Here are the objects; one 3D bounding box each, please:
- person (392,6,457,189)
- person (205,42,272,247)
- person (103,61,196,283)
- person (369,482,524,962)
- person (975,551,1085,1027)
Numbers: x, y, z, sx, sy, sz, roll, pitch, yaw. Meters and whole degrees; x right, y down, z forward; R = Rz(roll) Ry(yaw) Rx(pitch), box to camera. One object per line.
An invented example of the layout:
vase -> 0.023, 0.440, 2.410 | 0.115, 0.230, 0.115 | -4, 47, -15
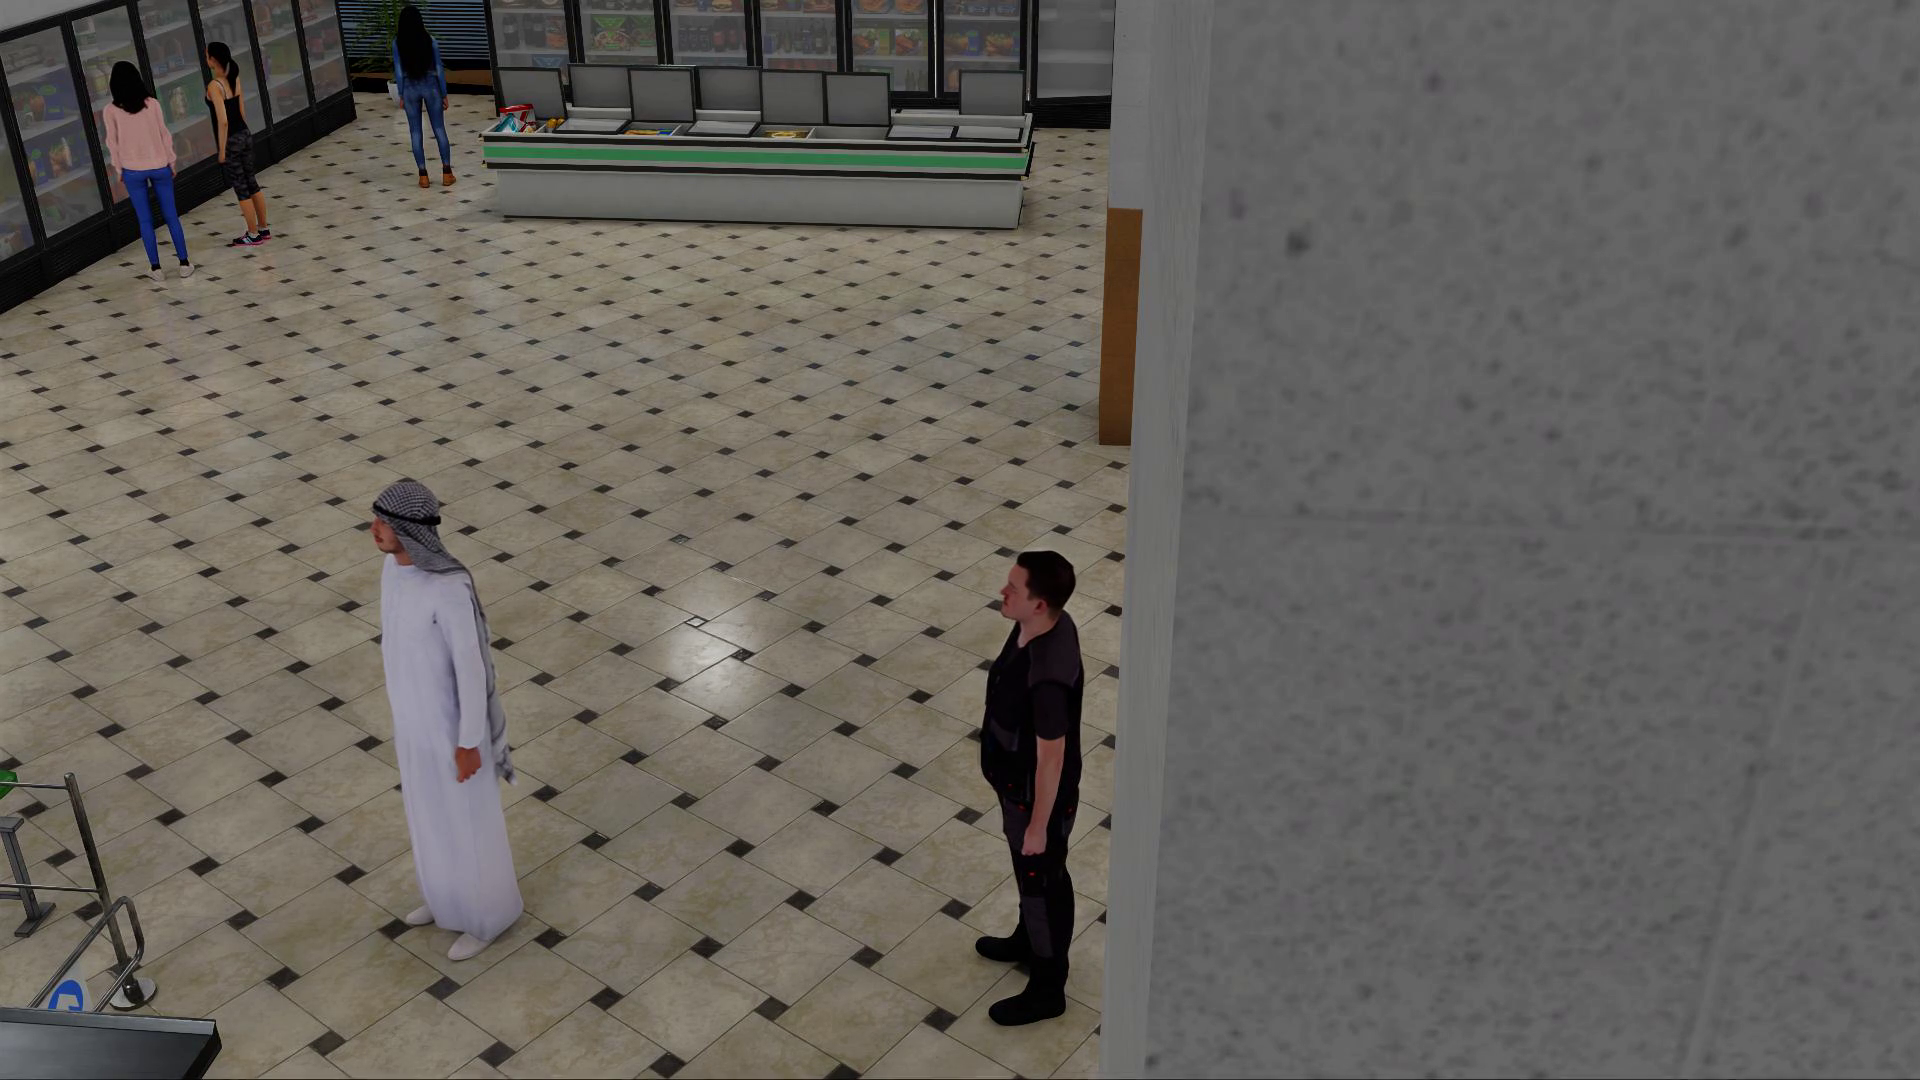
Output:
person -> -5.221, -4.301, 16.150 | 0.586, 1.712, 0.736 | -7, 28, -14
person -> -6.280, -3.435, 14.421 | 0.549, 1.729, 0.584 | 4, 27, 8
person -> -6.601, -2.989, 13.498 | 0.674, 1.770, 0.787 | -13, 30, -24
person -> -1.909, 0.657, 6.136 | 0.877, 1.926, 0.803 | -23, 35, -38
person -> 0.270, 0.859, 5.827 | 0.631, 1.845, 0.748 | -2, 27, -3
